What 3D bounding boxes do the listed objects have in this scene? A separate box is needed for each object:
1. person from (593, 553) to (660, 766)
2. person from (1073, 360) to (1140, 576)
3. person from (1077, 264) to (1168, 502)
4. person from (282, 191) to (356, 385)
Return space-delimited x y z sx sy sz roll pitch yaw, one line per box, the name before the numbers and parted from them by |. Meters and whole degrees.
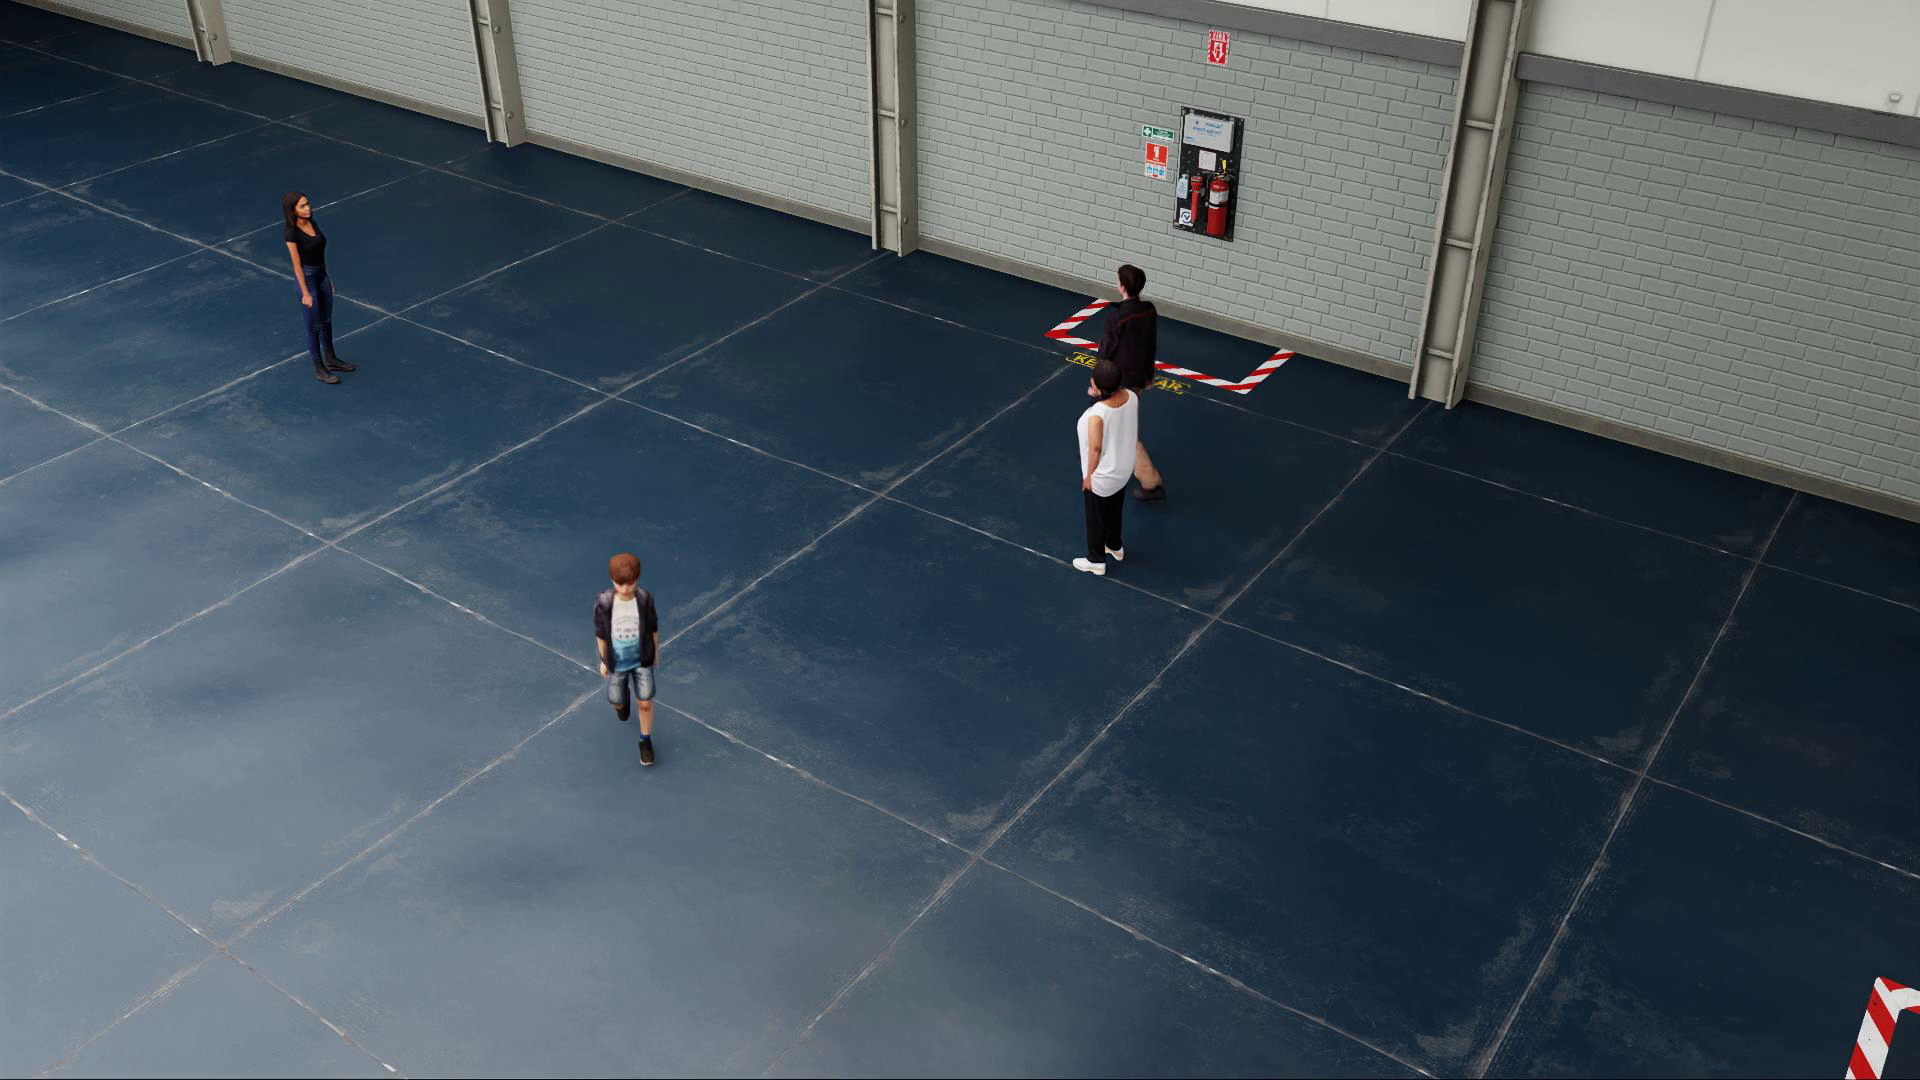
person | -2.063 0.690 10.317 0.807 1.437 0.896 -9 33 -14
person | 1.045 -0.542 12.035 0.649 1.687 0.682 26 41 35
person | 1.325 -1.154 12.821 0.875 1.883 1.290 -27 41 -36
person | -5.725 -2.252 14.696 0.638 1.740 0.628 7 33 11
